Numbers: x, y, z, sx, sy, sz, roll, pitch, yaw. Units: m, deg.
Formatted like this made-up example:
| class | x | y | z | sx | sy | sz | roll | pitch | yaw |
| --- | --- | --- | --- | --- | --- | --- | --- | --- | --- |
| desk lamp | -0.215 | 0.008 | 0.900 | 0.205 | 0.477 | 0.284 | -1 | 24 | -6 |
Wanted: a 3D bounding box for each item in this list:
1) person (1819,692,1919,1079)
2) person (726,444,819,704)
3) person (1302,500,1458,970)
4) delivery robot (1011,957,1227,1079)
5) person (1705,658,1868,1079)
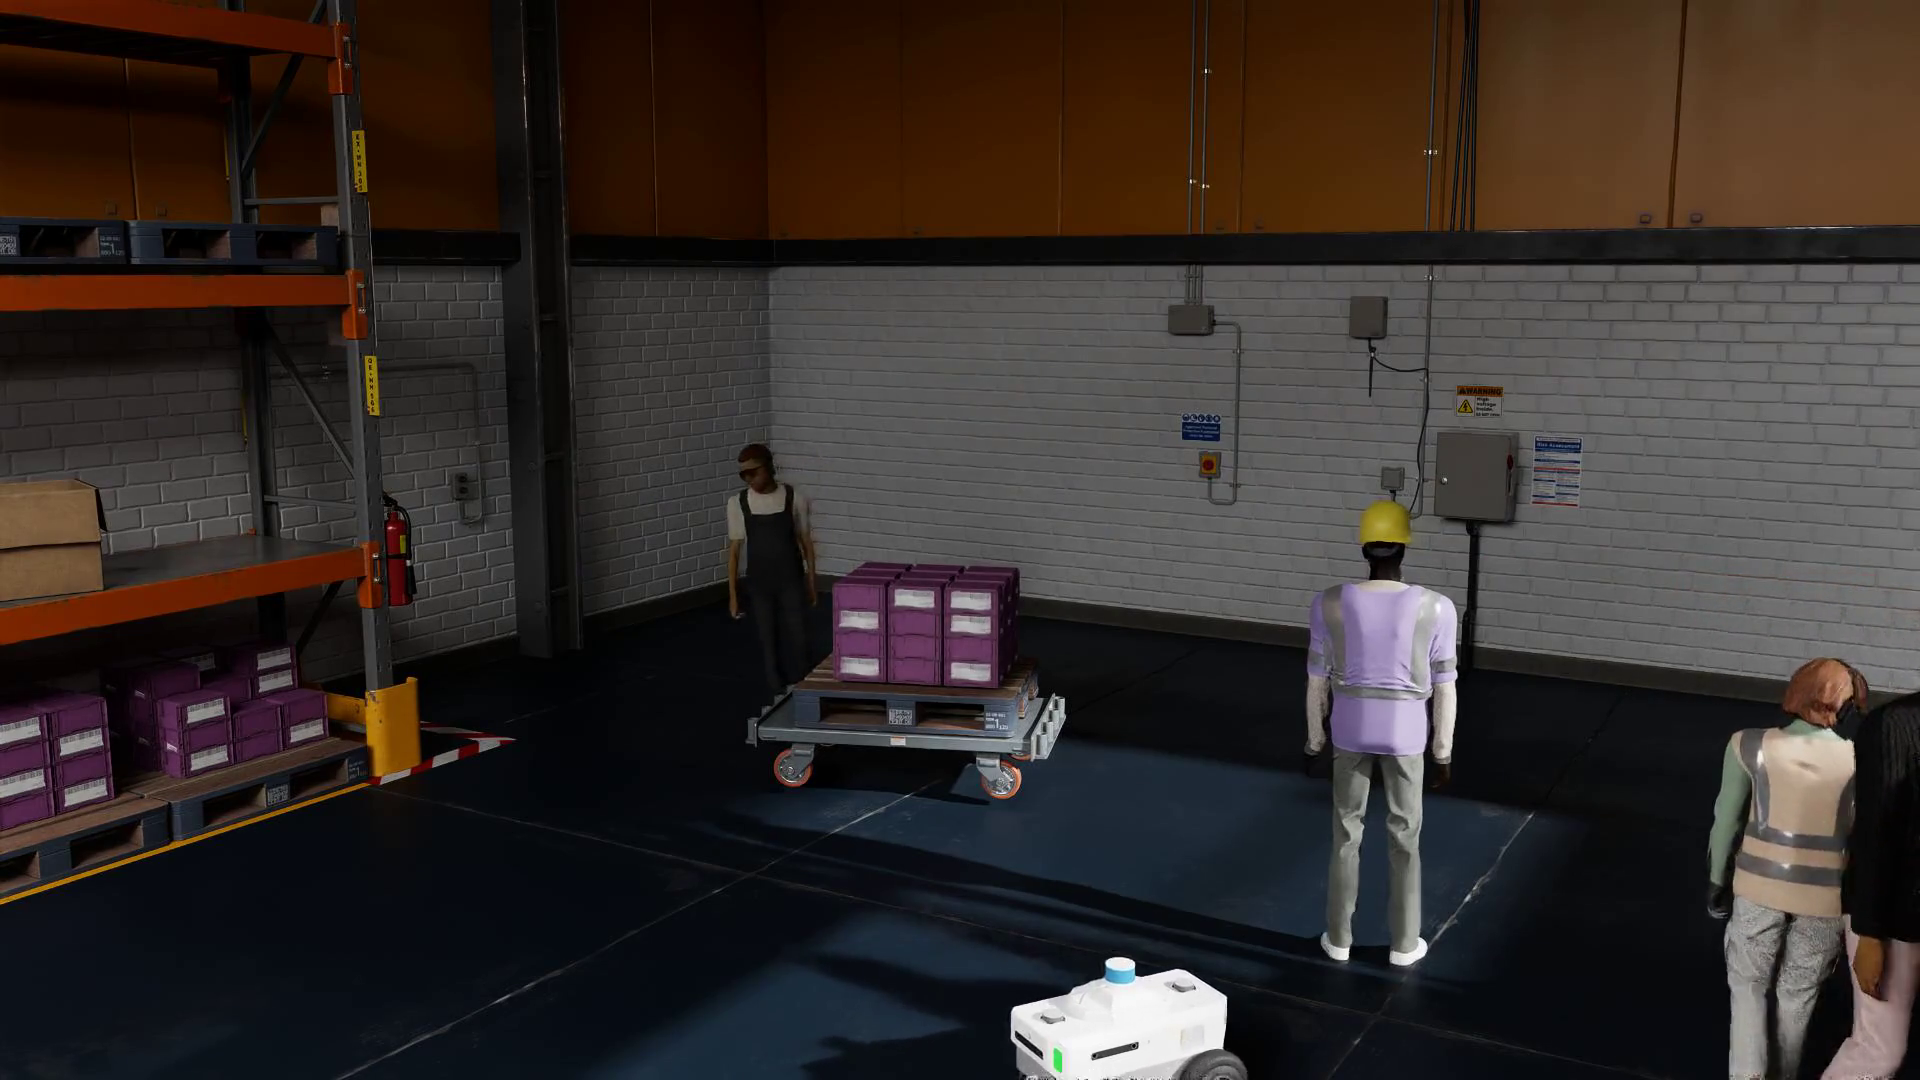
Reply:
| class | x | y | z | sx | sy | sz | roll | pitch | yaw |
| --- | --- | --- | --- | --- | --- | --- | --- | --- | --- |
| person | 2.818 | 1.098 | 4.780 | 0.653 | 1.980 | 0.474 | -2 | 9 | -12 |
| person | -1.160 | 0.293 | 10.328 | 0.557 | 1.805 | 0.438 | 0 | 9 | -1 |
| person | 1.705 | 0.798 | 6.817 | 0.627 | 1.923 | 0.392 | 3 | 9 | 16 |
| delivery robot | 0.529 | 1.636 | 5.539 | 0.707 | 0.478 | 0.477 | -5 | 10 | -27 |
| person | 2.691 | 1.187 | 5.383 | 0.529 | 1.610 | 0.582 | 5 | 10 | 27 |
